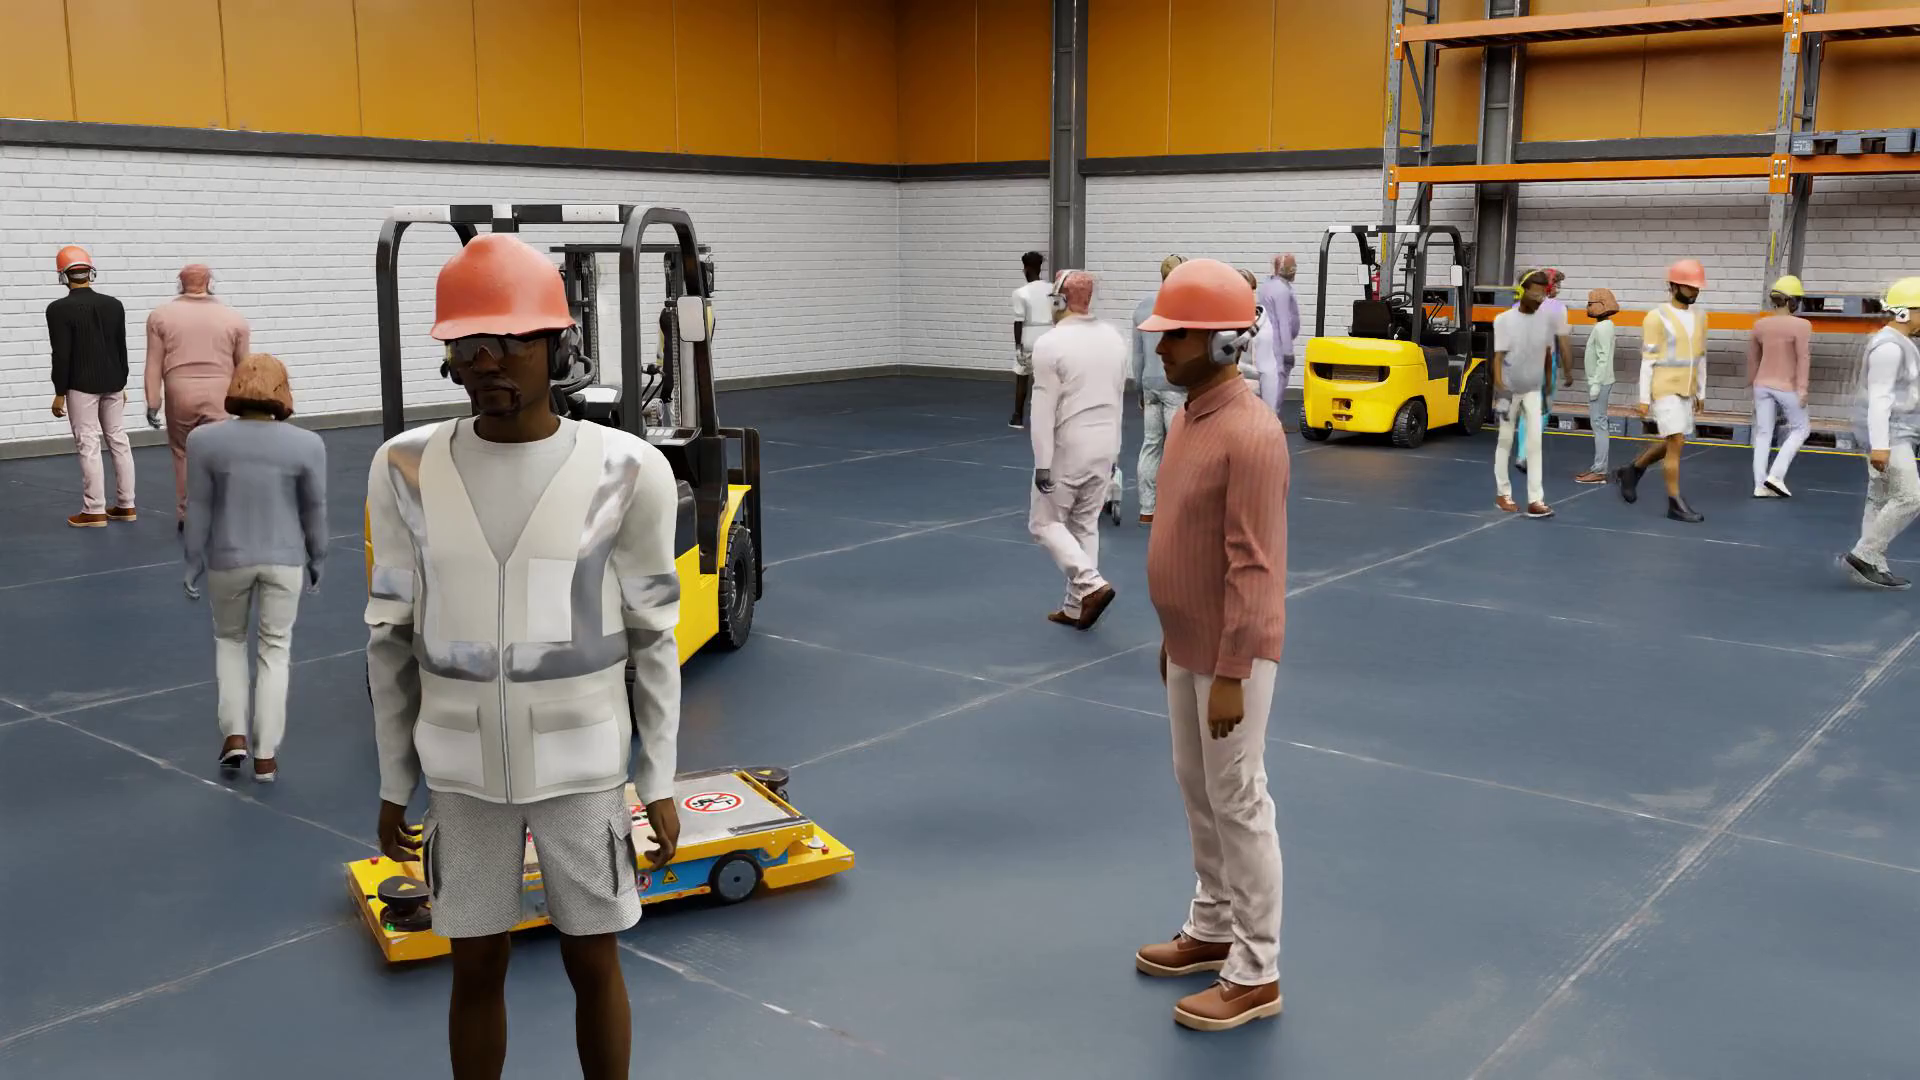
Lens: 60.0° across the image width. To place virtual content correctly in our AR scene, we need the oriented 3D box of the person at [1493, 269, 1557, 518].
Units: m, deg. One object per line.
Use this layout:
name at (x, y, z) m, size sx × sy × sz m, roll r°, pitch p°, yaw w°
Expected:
person at (4.170, -1.065, 12.210) m, size 0.531 × 1.814 × 0.911 m, roll -1°, pitch 10°, yaw -5°

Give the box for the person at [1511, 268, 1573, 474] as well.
person at (5.057, -1.479, 14.606) m, size 0.708 × 1.805 × 0.566 m, roll -6°, pitch 12°, yaw -32°

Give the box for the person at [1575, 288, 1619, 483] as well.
person at (5.367, -1.295, 14.003) m, size 0.264 × 1.632 × 0.508 m, roll 4°, pitch 11°, yaw 22°

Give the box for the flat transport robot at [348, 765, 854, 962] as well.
flat transport robot at (-1.116, 0.973, 5.214) m, size 1.431 × 0.197 × 0.652 m, roll -6°, pitch 12°, yaw -28°

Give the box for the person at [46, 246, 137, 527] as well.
person at (-6.211, -1.087, 11.865) m, size 0.392 × 1.990 × 0.611 m, roll 5°, pitch 11°, yaw 24°

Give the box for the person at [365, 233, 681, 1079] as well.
person at (-0.845, 0.441, 3.244) m, size 0.605 × 2.045 × 0.377 m, roll 0°, pitch 10°, yaw -2°

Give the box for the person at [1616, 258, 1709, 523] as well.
person at (5.178, -1.110, 12.242) m, size 0.587 × 1.904 × 0.845 m, roll -5°, pitch 11°, yaw -24°

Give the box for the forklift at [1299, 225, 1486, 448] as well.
forklift at (4.449, -2.115, 16.993) m, size 1.214 × 2.155 × 2.313 m, roll 8°, pitch 13°, yaw 38°

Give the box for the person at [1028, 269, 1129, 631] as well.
person at (0.624, -0.442, 8.575) m, size 0.640 × 1.893 × 0.528 m, roll -9°, pitch 13°, yaw -40°

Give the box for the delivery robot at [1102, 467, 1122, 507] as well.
delivery robot at (0.947, -0.464, 12.128) m, size 0.477 × 0.478 × 0.707 m, roll -1°, pitch 10°, yaw -8°

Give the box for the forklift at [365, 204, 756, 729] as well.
forklift at (-1.766, -0.406, 7.525) m, size 1.214 × 2.155 × 2.313 m, roll 1°, pitch 10°, yaw 7°

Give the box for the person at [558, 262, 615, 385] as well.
person at (-2.917, -1.178, 12.630) m, size 0.993 × 1.886 × 0.645 m, roll 1°, pitch 10°, yaw 4°

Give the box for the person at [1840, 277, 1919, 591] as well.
person at (5.389, -0.596, 9.598) m, size 0.426 × 1.821 × 0.617 m, roll 7°, pitch 12°, yaw 33°

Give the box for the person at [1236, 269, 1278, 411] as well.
person at (1.849, -0.881, 11.137) m, size 0.626 × 1.844 × 0.429 m, roll 8°, pitch 13°, yaw 39°

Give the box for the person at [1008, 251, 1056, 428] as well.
person at (0.828, -2.120, 17.766) m, size 0.616 × 1.933 × 0.943 m, roll -4°, pitch 11°, yaw -19°

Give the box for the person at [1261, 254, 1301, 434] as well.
person at (3.398, -2.070, 17.668) m, size 0.407 × 1.882 × 0.746 m, roll -1°, pitch 10°, yaw -3°

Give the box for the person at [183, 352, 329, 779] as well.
person at (-2.655, 0.101, 6.305) m, size 0.524 × 1.609 × 0.399 m, roll -4°, pitch 11°, yaw -19°

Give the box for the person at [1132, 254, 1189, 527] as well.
person at (1.473, -1.033, 11.703) m, size 0.356 × 1.938 × 0.633 m, roll -8°, pitch 13°, yaw -39°

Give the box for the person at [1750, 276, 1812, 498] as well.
person at (6.450, -1.190, 13.069) m, size 0.377 × 1.750 × 0.558 m, roll -5°, pitch 11°, yaw -26°

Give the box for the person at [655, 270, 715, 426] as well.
person at (-2.209, -1.272, 13.297) m, size 0.429 × 1.847 × 0.625 m, roll 4°, pitch 11°, yaw 21°

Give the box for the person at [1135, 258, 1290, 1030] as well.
person at (0.643, 0.268, 4.362) m, size 0.403 × 1.987 × 0.617 m, roll -2°, pitch 10°, yaw -11°

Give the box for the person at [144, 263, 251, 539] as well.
person at (-5.231, -0.962, 11.474) m, size 0.684 × 1.873 × 0.771 m, roll -5°, pitch 11°, yaw -24°

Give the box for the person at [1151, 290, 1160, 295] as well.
person at (2.058, -1.719, 15.876) m, size 0.644 × 1.805 × 0.599 m, roll 1°, pitch 10°, yaw 7°
